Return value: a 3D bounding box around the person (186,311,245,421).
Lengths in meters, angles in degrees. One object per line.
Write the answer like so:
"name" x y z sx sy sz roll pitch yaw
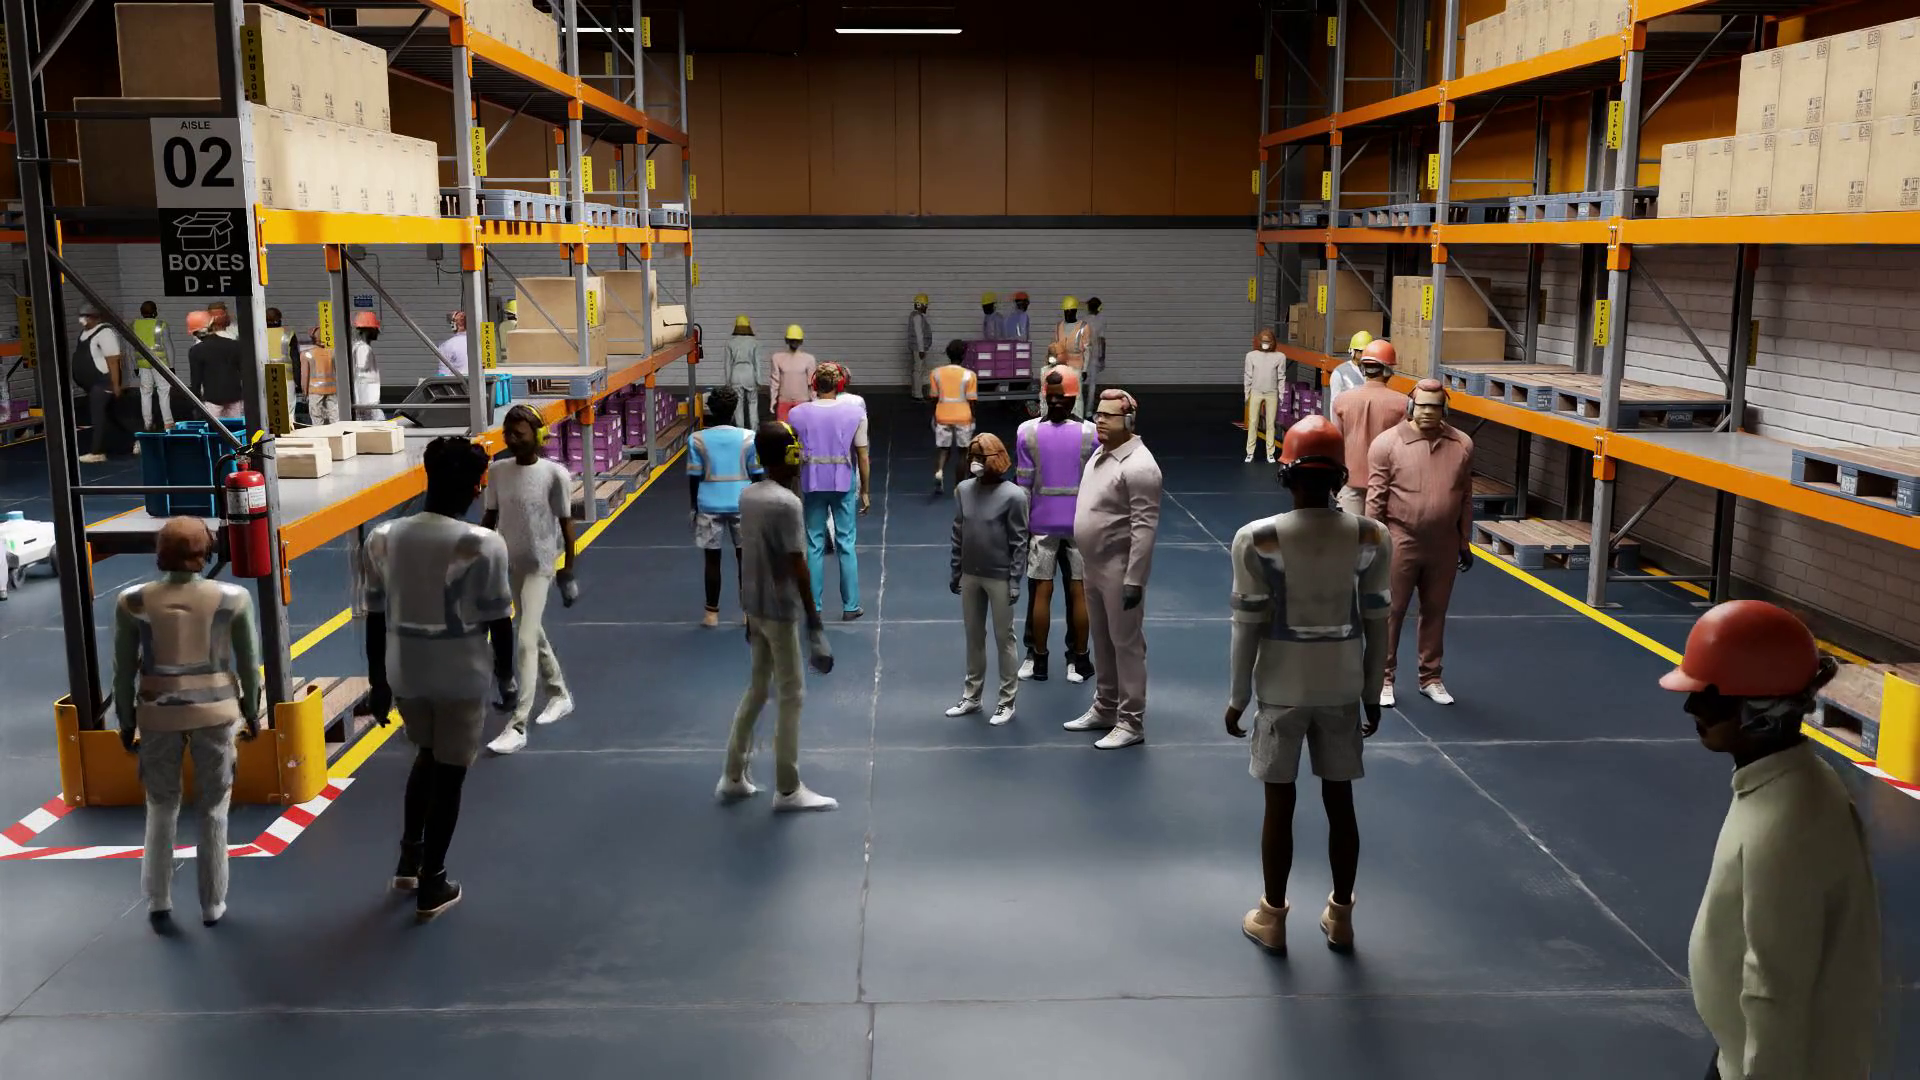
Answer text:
"person" -7.980 -1.524 18.136 0.423 1.949 0.792 9 13 40

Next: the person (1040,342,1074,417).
"person" 0.967 -1.300 17.753 0.517 1.610 0.614 9 14 42

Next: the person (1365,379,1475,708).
"person" 2.663 0.022 9.604 0.651 1.904 0.404 -1 10 -8

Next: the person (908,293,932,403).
"person" -0.667 -3.207 27.822 0.403 1.822 0.588 -2 10 -9

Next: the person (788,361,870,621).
"person" -0.926 -0.336 11.760 0.571 1.843 0.373 0 10 0

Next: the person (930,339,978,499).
"person" -0.073 -1.243 17.256 0.537 1.678 0.476 3 11 18

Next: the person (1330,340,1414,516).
"person" 2.937 -0.425 11.848 0.623 1.989 0.399 6 12 30

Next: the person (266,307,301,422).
"person" -8.801 -2.065 21.417 0.625 1.840 0.430 -2 10 -8

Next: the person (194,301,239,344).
"person" -9.555 -2.118 21.501 0.655 1.908 0.747 -2 10 -9

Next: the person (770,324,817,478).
"person" -1.901 -1.592 19.016 0.552 1.753 0.422 0 10 0

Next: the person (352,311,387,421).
"person" -6.413 -1.553 18.344 0.886 1.906 0.555 -5 11 -27

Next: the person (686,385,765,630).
"person" -1.620 -0.222 11.540 0.540 1.695 0.317 -2 10 -9

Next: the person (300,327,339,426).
"person" -7.842 -1.797 20.469 0.523 1.642 0.306 -9 13 -40

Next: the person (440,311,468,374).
"person" -5.671 -1.666 19.050 0.395 1.896 0.661 8 13 37

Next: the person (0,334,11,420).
"person" -10.429 -1.430 17.702 0.535 1.897 0.649 0 10 -1

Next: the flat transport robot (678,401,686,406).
"flat transport robot" -4.129 -1.927 25.014 0.652 0.197 1.431 3 11 14

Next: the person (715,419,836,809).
"person" -0.894 0.373 7.812 0.480 1.853 0.686 -7 12 -33

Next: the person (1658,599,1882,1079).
"person" 1.801 1.096 3.465 0.770 1.961 0.642 5 11 25

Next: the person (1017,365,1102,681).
"person" 0.617 -0.096 10.160 0.545 1.942 0.349 1 10 4

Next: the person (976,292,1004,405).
"person" 0.548 -3.118 27.257 0.983 1.861 0.604 -4 11 -23

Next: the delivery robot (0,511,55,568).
"delivery robot" -7.437 0.017 13.132 0.477 0.478 0.707 0 10 1

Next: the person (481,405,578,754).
"person" -2.354 0.175 8.977 0.517 1.827 0.911 4 11 23

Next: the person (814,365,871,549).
"person" -1.067 -0.725 14.554 0.518 1.615 0.682 5 11 26

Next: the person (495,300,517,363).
"person" -6.457 -2.563 24.205 0.588 1.834 0.403 5 11 26

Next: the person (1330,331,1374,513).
"person" 3.885 -1.120 16.205 0.587 1.825 0.403 -3 11 -19

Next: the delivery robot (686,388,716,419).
"delivery robot" -3.639 -1.973 24.219 0.707 0.478 0.477 5 11 28

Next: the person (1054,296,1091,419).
"person" 1.534 -2.410 23.089 0.585 1.927 0.366 7 12 33

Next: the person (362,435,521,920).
"person" -2.039 0.536 6.657 0.606 1.930 0.572 3 11 16

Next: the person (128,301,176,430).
"person" -11.505 -2.487 23.752 0.629 1.846 0.429 0 10 1

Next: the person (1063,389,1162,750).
"person" 0.803 0.148 8.883 0.409 1.912 0.648 -4 11 -21

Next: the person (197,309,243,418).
"person" -9.044 -1.912 20.495 0.771 1.865 0.574 10 14 43

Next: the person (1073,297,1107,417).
"person" 1.943 -2.773 25.341 0.567 1.841 0.615 4 11 23

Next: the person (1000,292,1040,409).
"person" 1.014 -3.060 26.878 0.982 1.864 0.606 -6 12 -30

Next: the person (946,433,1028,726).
"person" 0.148 0.213 9.294 0.500 1.633 0.280 8 13 37

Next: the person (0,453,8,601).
"person" -7.344 -0.389 12.281 0.314 1.769 0.524 7 12 34

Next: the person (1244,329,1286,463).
"person" 3.702 -1.748 20.217 0.500 1.633 0.286 2 10 11

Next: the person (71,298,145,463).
"person" -10.504 -2.002 20.498 0.880 2.000 0.686 -10 14 -43

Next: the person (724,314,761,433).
"person" -2.881 -2.118 22.052 0.492 1.721 0.645 -2 10 -10

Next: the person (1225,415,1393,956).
"person" 1.298 0.552 6.260 0.605 2.045 0.377 -1 10 -3

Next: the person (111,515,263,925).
"person" -3.023 0.715 6.537 0.538 1.625 0.359 -3 11 -16

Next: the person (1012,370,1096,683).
"person" 0.604 -0.087 10.173 0.587 1.920 0.390 3 11 15
